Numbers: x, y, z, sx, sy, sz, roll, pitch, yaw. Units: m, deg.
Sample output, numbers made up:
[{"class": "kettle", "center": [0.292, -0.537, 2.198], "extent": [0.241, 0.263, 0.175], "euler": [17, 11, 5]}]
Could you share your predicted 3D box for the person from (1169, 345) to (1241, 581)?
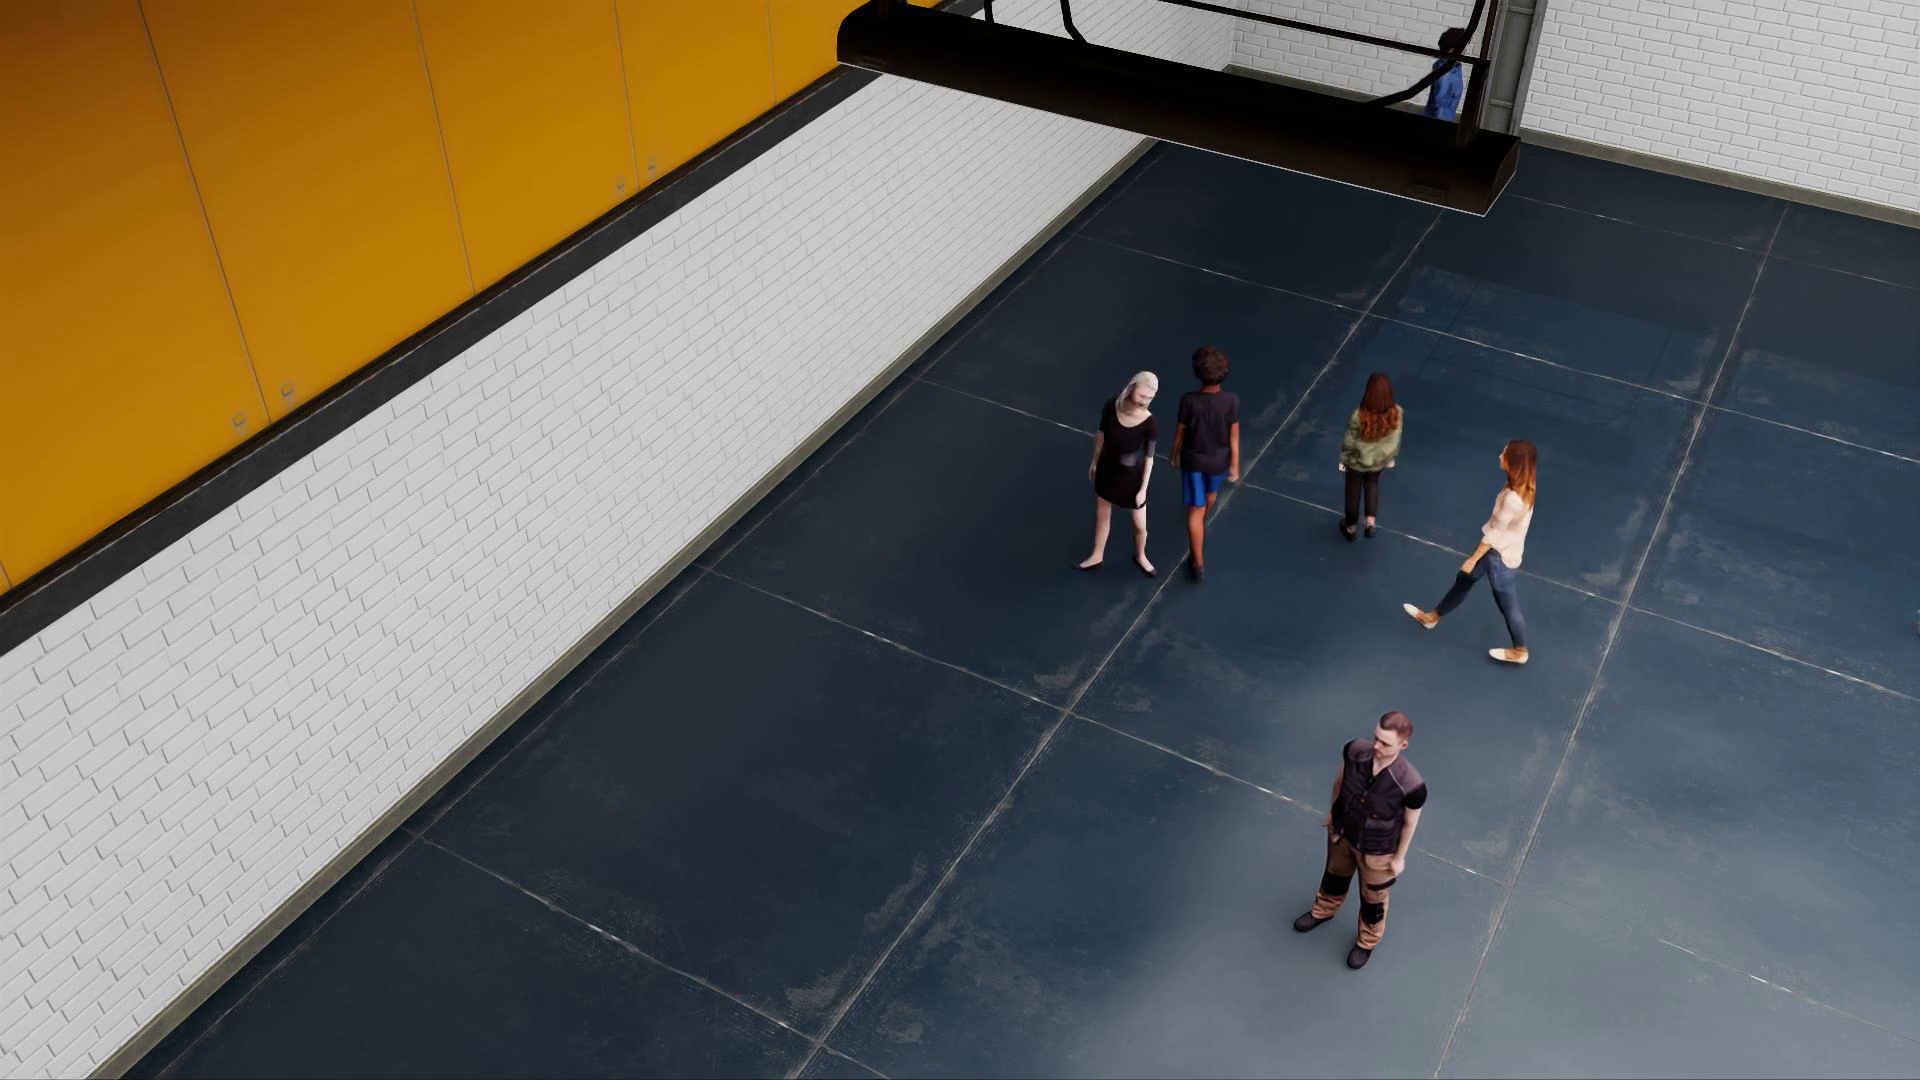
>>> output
[{"class": "person", "center": [1.753, -0.502, 11.884], "extent": [1.166, 1.737, 1.095], "euler": [-1, 39, -2]}]

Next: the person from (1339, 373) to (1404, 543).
[{"class": "person", "center": [3.004, -0.551, 12.157], "extent": [0.736, 1.473, 0.801], "euler": [-5, 39, -7]}]

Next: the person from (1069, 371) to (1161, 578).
[{"class": "person", "center": [1.091, -0.464, 11.779], "extent": [0.851, 1.808, 0.525], "euler": [-30, 47, -32]}]

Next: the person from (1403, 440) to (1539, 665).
[{"class": "person", "center": [3.688, 0.149, 11.068], "extent": [1.149, 1.739, 0.703], "euler": [14, 41, 17]}]

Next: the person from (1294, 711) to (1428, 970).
[{"class": "person", "center": [2.259, 1.606, 9.162], "extent": [0.817, 1.841, 0.650], "euler": [-29, 47, -31]}]

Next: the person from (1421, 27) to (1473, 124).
[{"class": "person", "center": [4.665, -4.192, 16.480], "extent": [1.173, 1.768, 0.756], "euler": [24, 45, 27]}]
